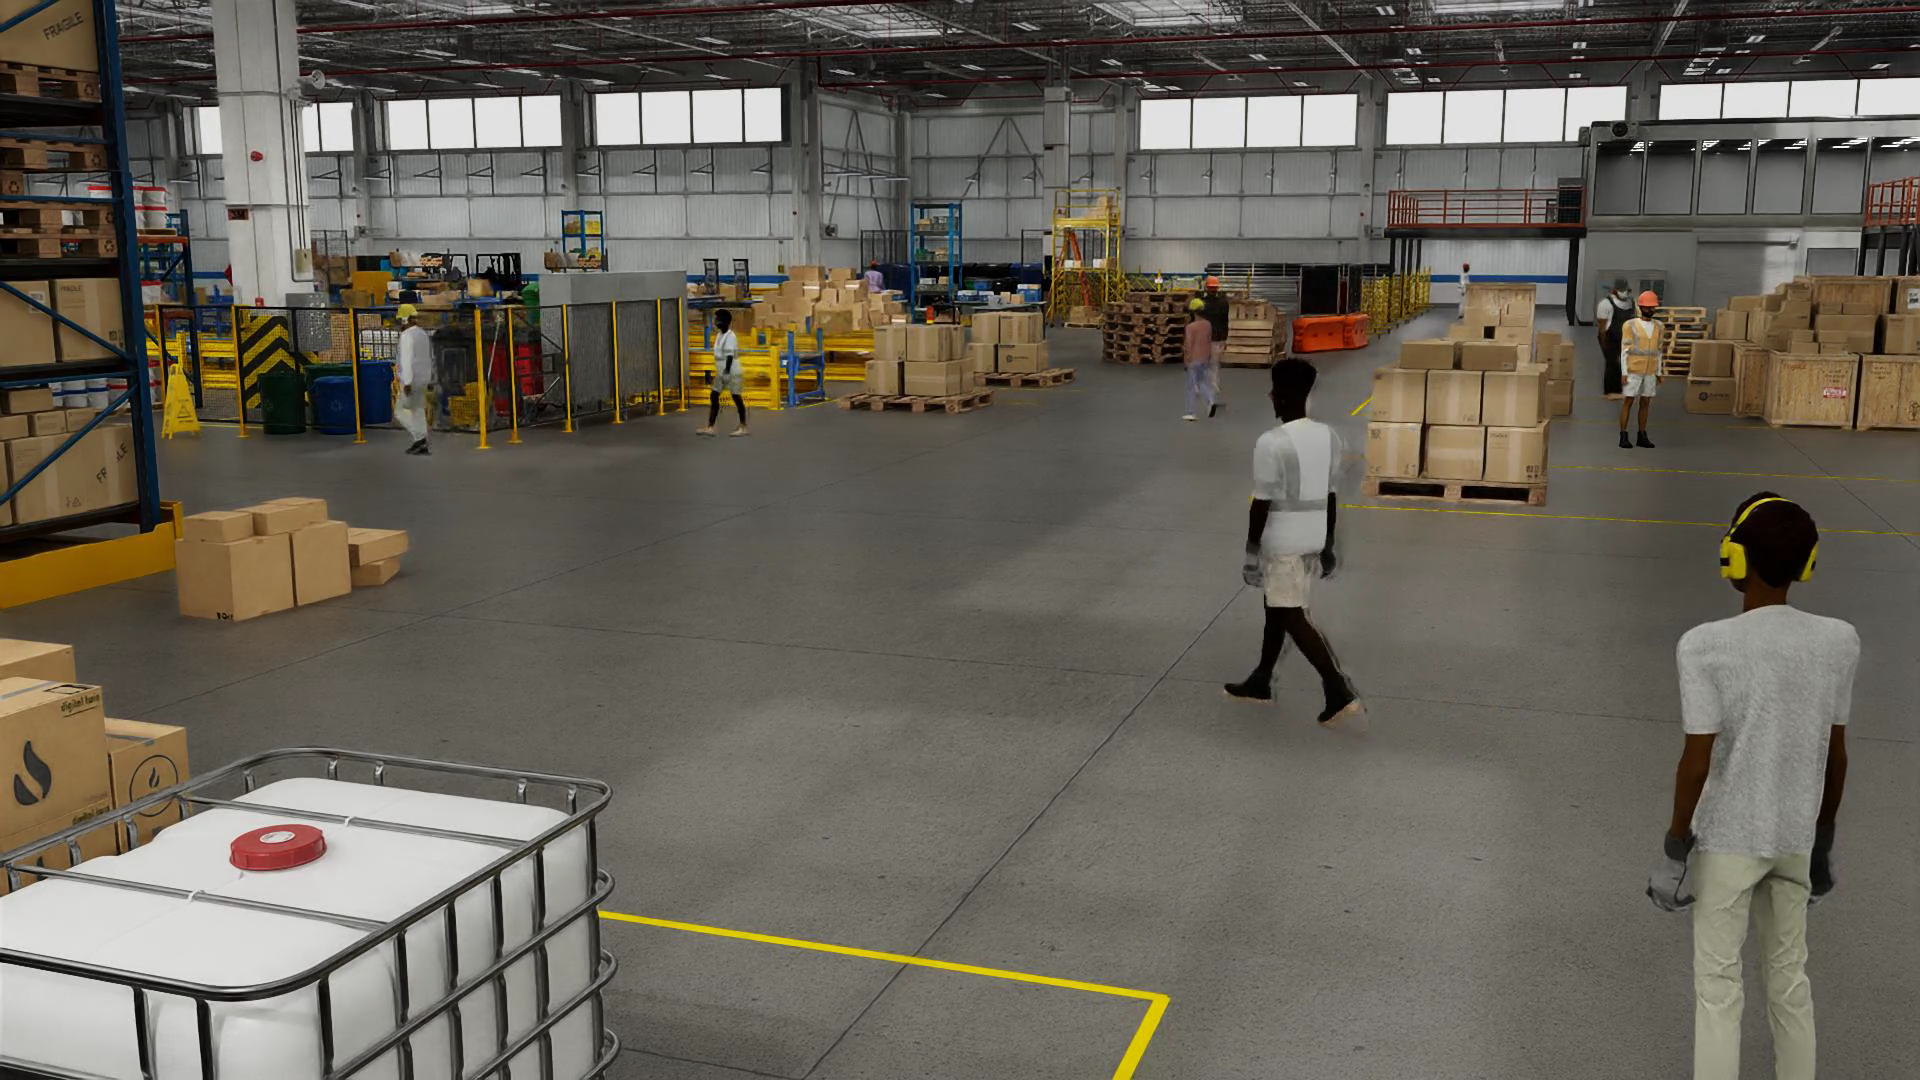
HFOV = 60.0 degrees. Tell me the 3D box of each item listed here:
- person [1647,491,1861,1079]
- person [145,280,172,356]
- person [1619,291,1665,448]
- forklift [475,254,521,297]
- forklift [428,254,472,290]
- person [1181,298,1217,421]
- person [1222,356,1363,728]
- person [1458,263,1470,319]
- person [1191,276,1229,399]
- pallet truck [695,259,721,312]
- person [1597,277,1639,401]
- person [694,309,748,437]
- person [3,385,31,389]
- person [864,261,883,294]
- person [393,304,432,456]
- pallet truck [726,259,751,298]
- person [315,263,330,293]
[{"bbox_3d":[2.068,0.805,4.385,0.519,1.873,0.335,-2,10,-9],"label":"person"},{"bbox_3d":[-17.761,-4.881,36.820,0.544,1.712,0.912,-2,10,-9],"label":"person"},{"bbox_3d":[8.415,-2.092,20.506,0.542,1.939,0.361,-1,10,-8],"label":"person"},{"bbox_3d":[-17.990,-10.121,64.684,1.157,1.987,2.680,3,11,17],"label":"forklift"},{"bbox_3d":[-20.133,-10.254,65.465,1.157,1.987,2.680,3,11,19],"label":"forklift"},{"bbox_3d":[3.386,-2.559,23.632,0.540,1.754,0.460,-7,12,-36],"label":"person"},{"bbox_3d":[1.785,0.003,8.740,0.610,1.934,0.943,-9,13,-40],"label":"person"},{"bbox_3d":[17.059,-8.425,56.320,0.338,1.883,0.583,5,11,24],"label":"person"},{"bbox_3d":[4.051,-3.274,26.997,0.609,1.997,0.375,1,10,4],"label":"person"},{"bbox_3d":[-9.165,-9.627,62.776,0.823,1.965,1.885,4,11,23],"label":"pallet truck"},{"bbox_3d":[10.571,-3.238,26.670,0.699,2.000,0.609,-3,10,-14],"label":"person"},{"bbox_3d":[-3.112,-2.154,21.596,0.785,1.661,0.545,-7,12,-34],"label":"person"},{"bbox_3d":[-11.608,-1.967,20.477,0.318,1.700,0.535,-2,10,-11],"label":"person"},{"bbox_3d":[-2.764,-7.770,52.379,0.678,1.974,0.904,-1,10,-8],"label":"person"},{"bbox_3d":[-6.503,-1.895,19.763,0.433,1.806,0.610,1,10,6],"label":"person"},{"bbox_3d":[-7.986,-9.493,62.019,0.823,1.965,1.885,3,11,17],"label":"pallet truck"},{"bbox_3d":[-22.612,-8.905,59.093,0.998,1.853,0.656,-3,11,-18],"label":"person"}]
